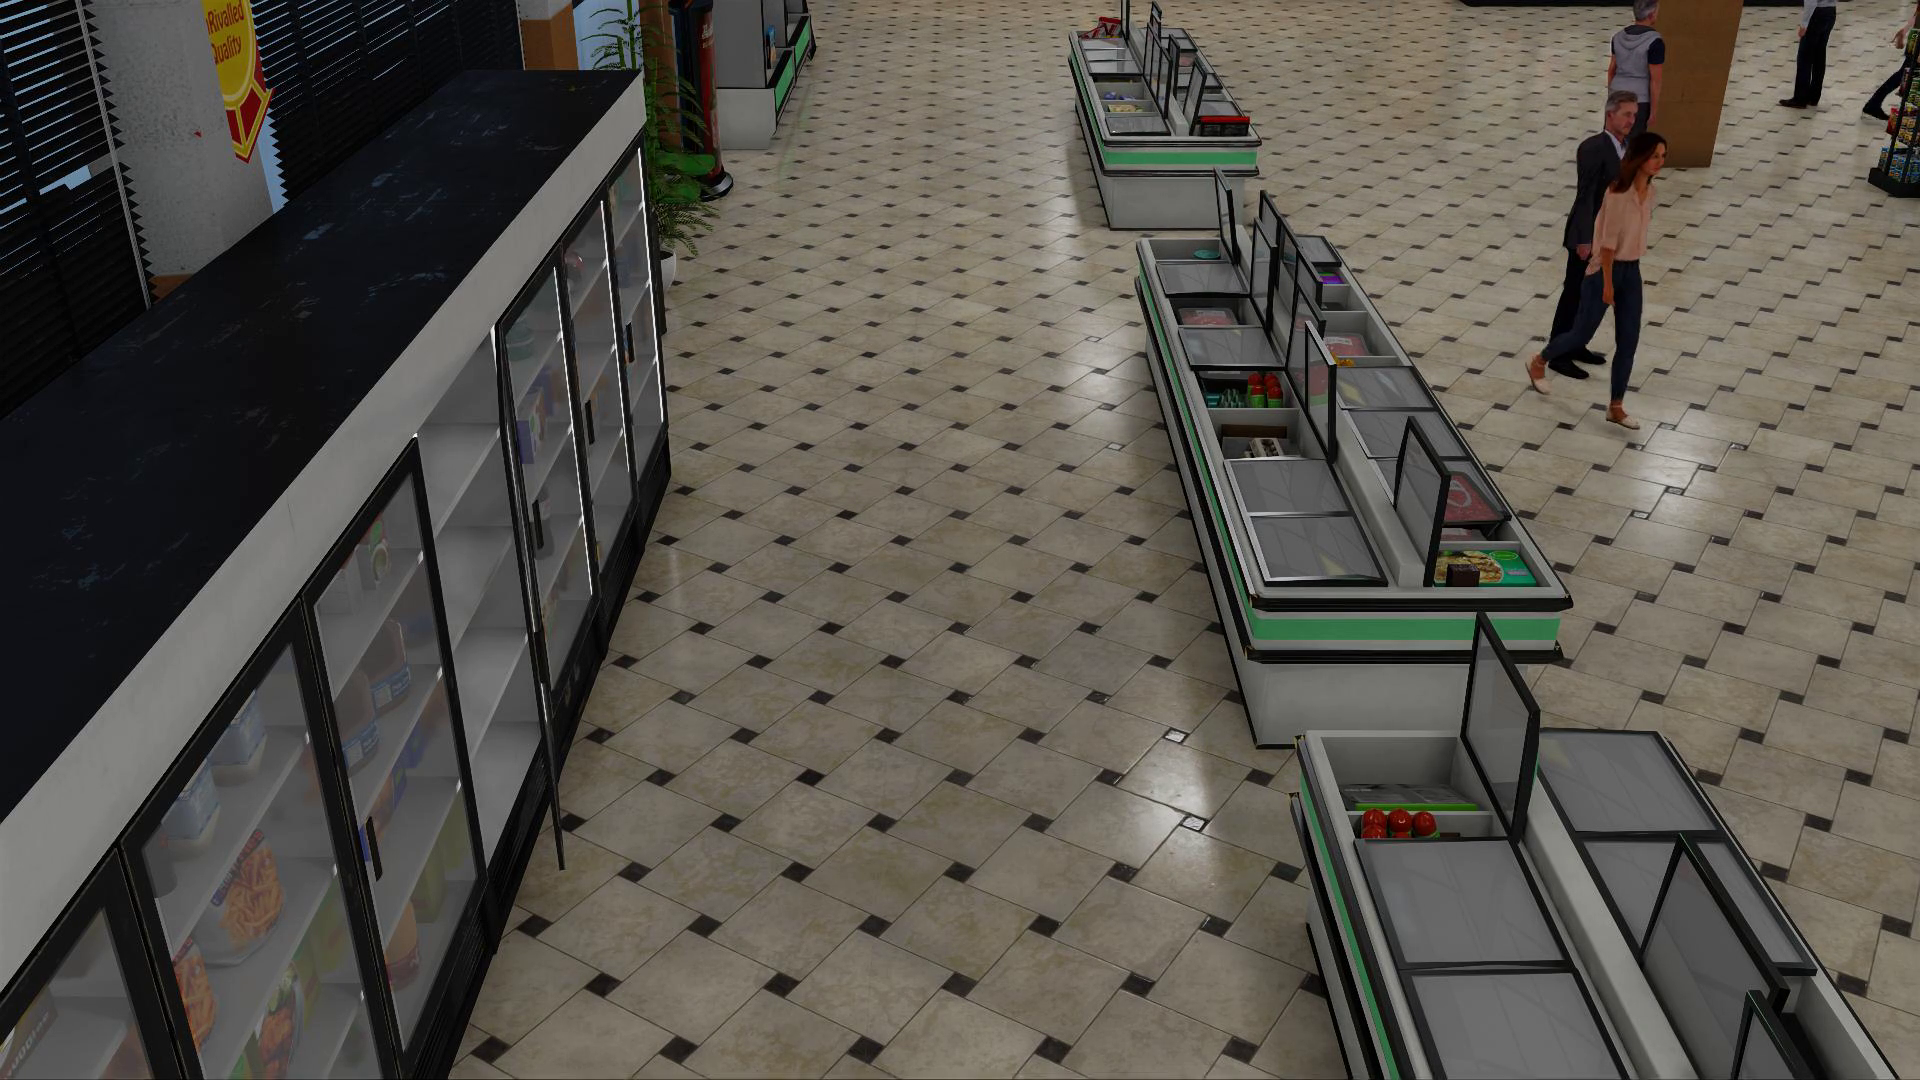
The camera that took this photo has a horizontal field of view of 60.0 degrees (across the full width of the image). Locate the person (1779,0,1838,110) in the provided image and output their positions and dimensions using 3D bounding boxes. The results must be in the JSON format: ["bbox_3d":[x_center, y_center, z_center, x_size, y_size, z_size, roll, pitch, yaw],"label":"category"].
[{"bbox_3d":[9.265,-5.608,17.946,0.733,1.816,0.761,-18,32,-32],"label":"person"}]

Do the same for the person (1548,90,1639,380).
[{"bbox_3d":[4.130,-2.007,10.823,0.869,1.836,0.789,21,34,36],"label":"person"}]

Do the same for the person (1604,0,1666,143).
[{"bbox_3d":[5.707,-3.718,14.205,0.834,1.829,0.695,-14,30,-26],"label":"person"}]

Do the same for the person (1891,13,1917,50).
[{"bbox_3d":[11.799,-6.821,20.371,0.775,1.787,0.717,11,29,21],"label":"person"}]

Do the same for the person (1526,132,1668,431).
[{"bbox_3d":[3.874,-1.587,10.083,0.898,1.757,1.185,-12,29,-22],"label":"person"}]
